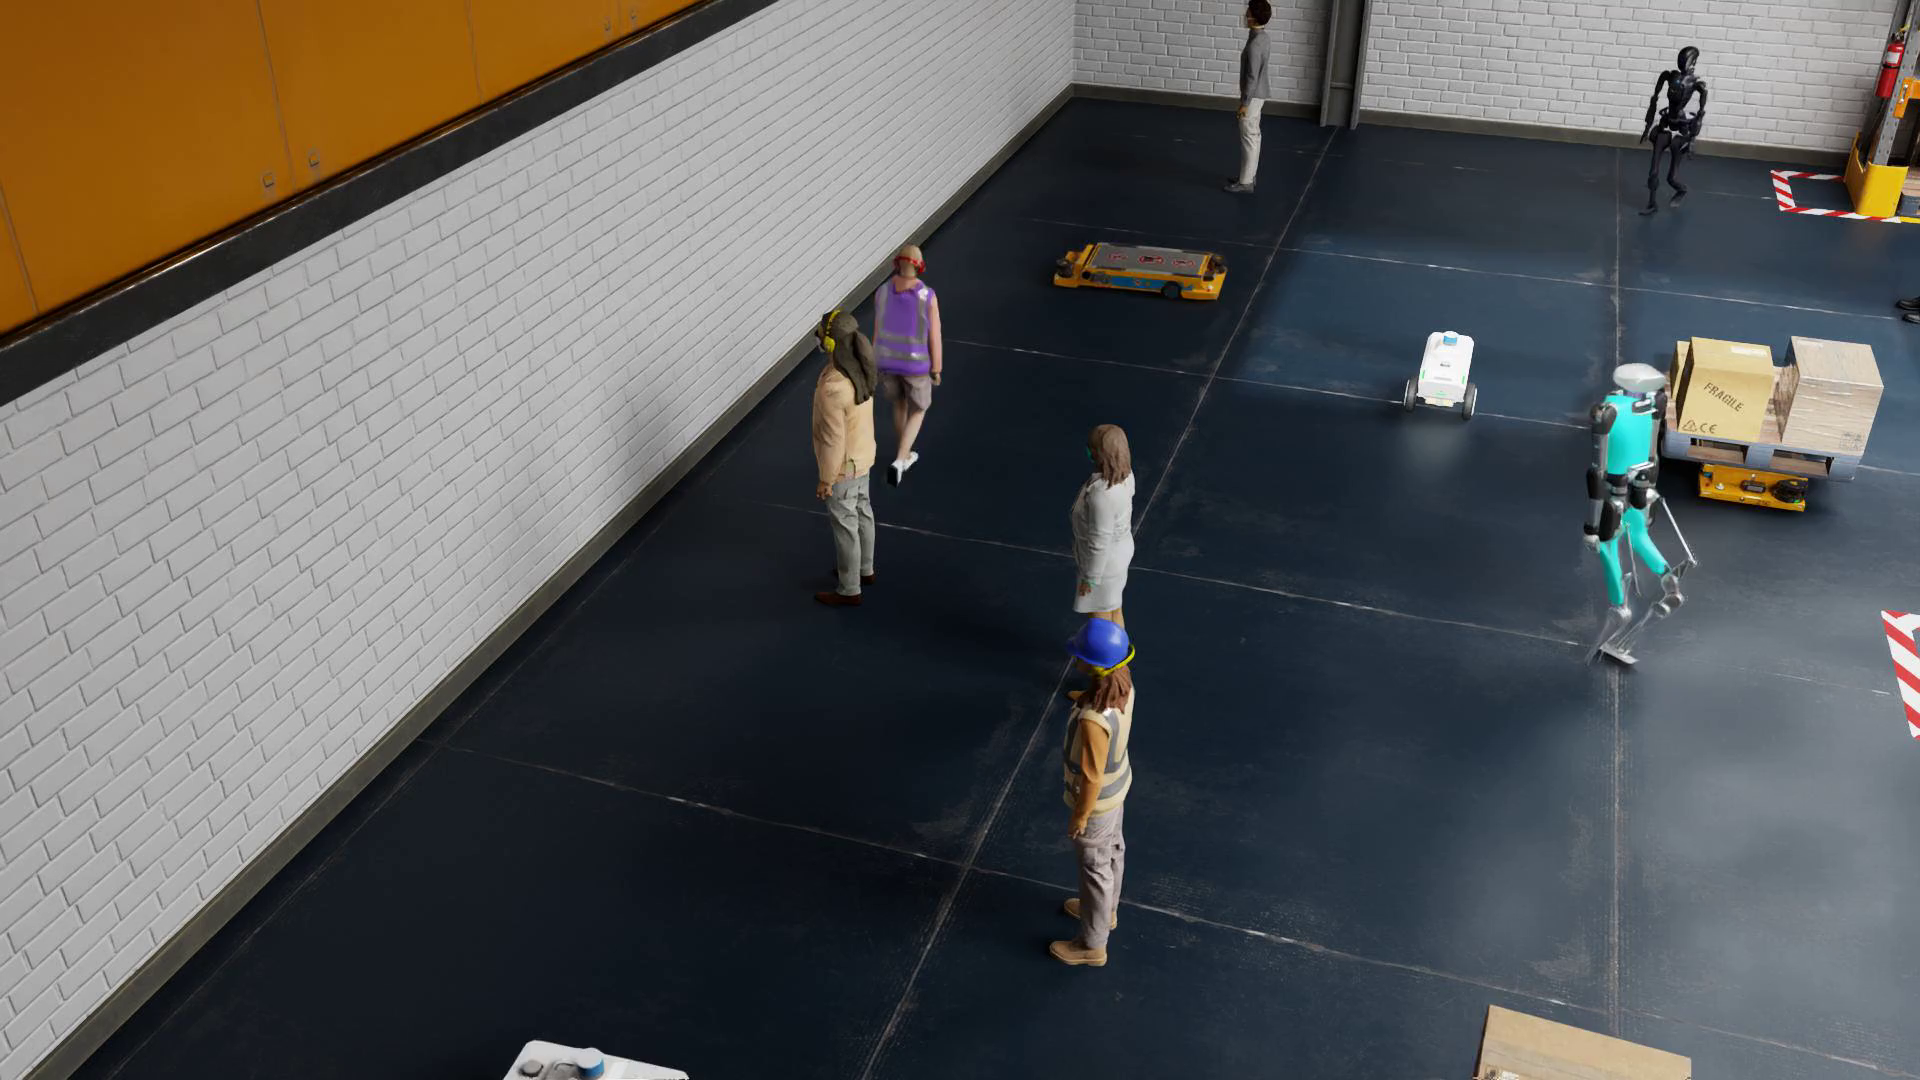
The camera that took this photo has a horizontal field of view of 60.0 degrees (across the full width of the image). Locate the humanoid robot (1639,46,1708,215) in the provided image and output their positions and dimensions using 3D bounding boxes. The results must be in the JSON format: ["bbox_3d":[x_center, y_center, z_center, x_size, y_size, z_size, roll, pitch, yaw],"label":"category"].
[{"bbox_3d":[6.885,-3.953,15.971,0.532,1.624,0.594,-23,38,-34],"label":"humanoid robot"}]

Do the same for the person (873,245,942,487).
[{"bbox_3d":[-0.385,-1.130,11.178,0.492,1.661,0.631,10,32,16],"label":"person"}]

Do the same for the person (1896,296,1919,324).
[{"bbox_3d":[8.128,-2.713,13.596,0.357,1.937,0.545,10,32,16],"label":"person"}]

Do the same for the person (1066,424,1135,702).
[{"bbox_3d":[0.760,0.126,9.034,0.337,1.657,0.487,10,32,16],"label":"person"}]

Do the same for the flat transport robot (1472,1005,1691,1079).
[{"bbox_3d":[2.142,2.744,5.957,1.431,0.231,0.659,11,32,19],"label":"flat transport robot"}]

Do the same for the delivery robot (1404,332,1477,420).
[{"bbox_3d":[3.650,-1.285,12.501,0.499,0.566,0.739,10,32,16],"label":"delivery robot"}]

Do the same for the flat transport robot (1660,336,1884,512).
[{"bbox_3d":[5.544,-0.640,11.714,0.659,0.231,1.431,10,32,16],"label":"flat transport robot"}]

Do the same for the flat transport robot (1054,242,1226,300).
[{"bbox_3d":[1.596,-2.373,14.662,1.431,0.231,0.659,8,31,13],"label":"flat transport robot"}]

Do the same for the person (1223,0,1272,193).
[{"bbox_3d":[2.896,-4.397,16.497,0.393,1.902,0.536,10,32,16],"label":"person"}]

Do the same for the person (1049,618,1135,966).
[{"bbox_3d":[0.586,1.095,7.270,0.303,1.781,0.468,10,32,16],"label":"person"}]

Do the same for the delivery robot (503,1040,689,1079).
[{"bbox_3d":[-1.393,2.245,6.530,0.773,0.601,0.513,8,31,13],"label":"delivery robot"}]

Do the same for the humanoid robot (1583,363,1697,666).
[{"bbox_3d":[3.811,-0.029,9.286,0.550,1.829,0.799,-17,34,-26],"label":"humanoid robot"}]

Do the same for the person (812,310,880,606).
[{"bbox_3d":[-0.665,-0.475,9.851,0.409,1.877,0.557,10,32,16],"label":"person"}]
